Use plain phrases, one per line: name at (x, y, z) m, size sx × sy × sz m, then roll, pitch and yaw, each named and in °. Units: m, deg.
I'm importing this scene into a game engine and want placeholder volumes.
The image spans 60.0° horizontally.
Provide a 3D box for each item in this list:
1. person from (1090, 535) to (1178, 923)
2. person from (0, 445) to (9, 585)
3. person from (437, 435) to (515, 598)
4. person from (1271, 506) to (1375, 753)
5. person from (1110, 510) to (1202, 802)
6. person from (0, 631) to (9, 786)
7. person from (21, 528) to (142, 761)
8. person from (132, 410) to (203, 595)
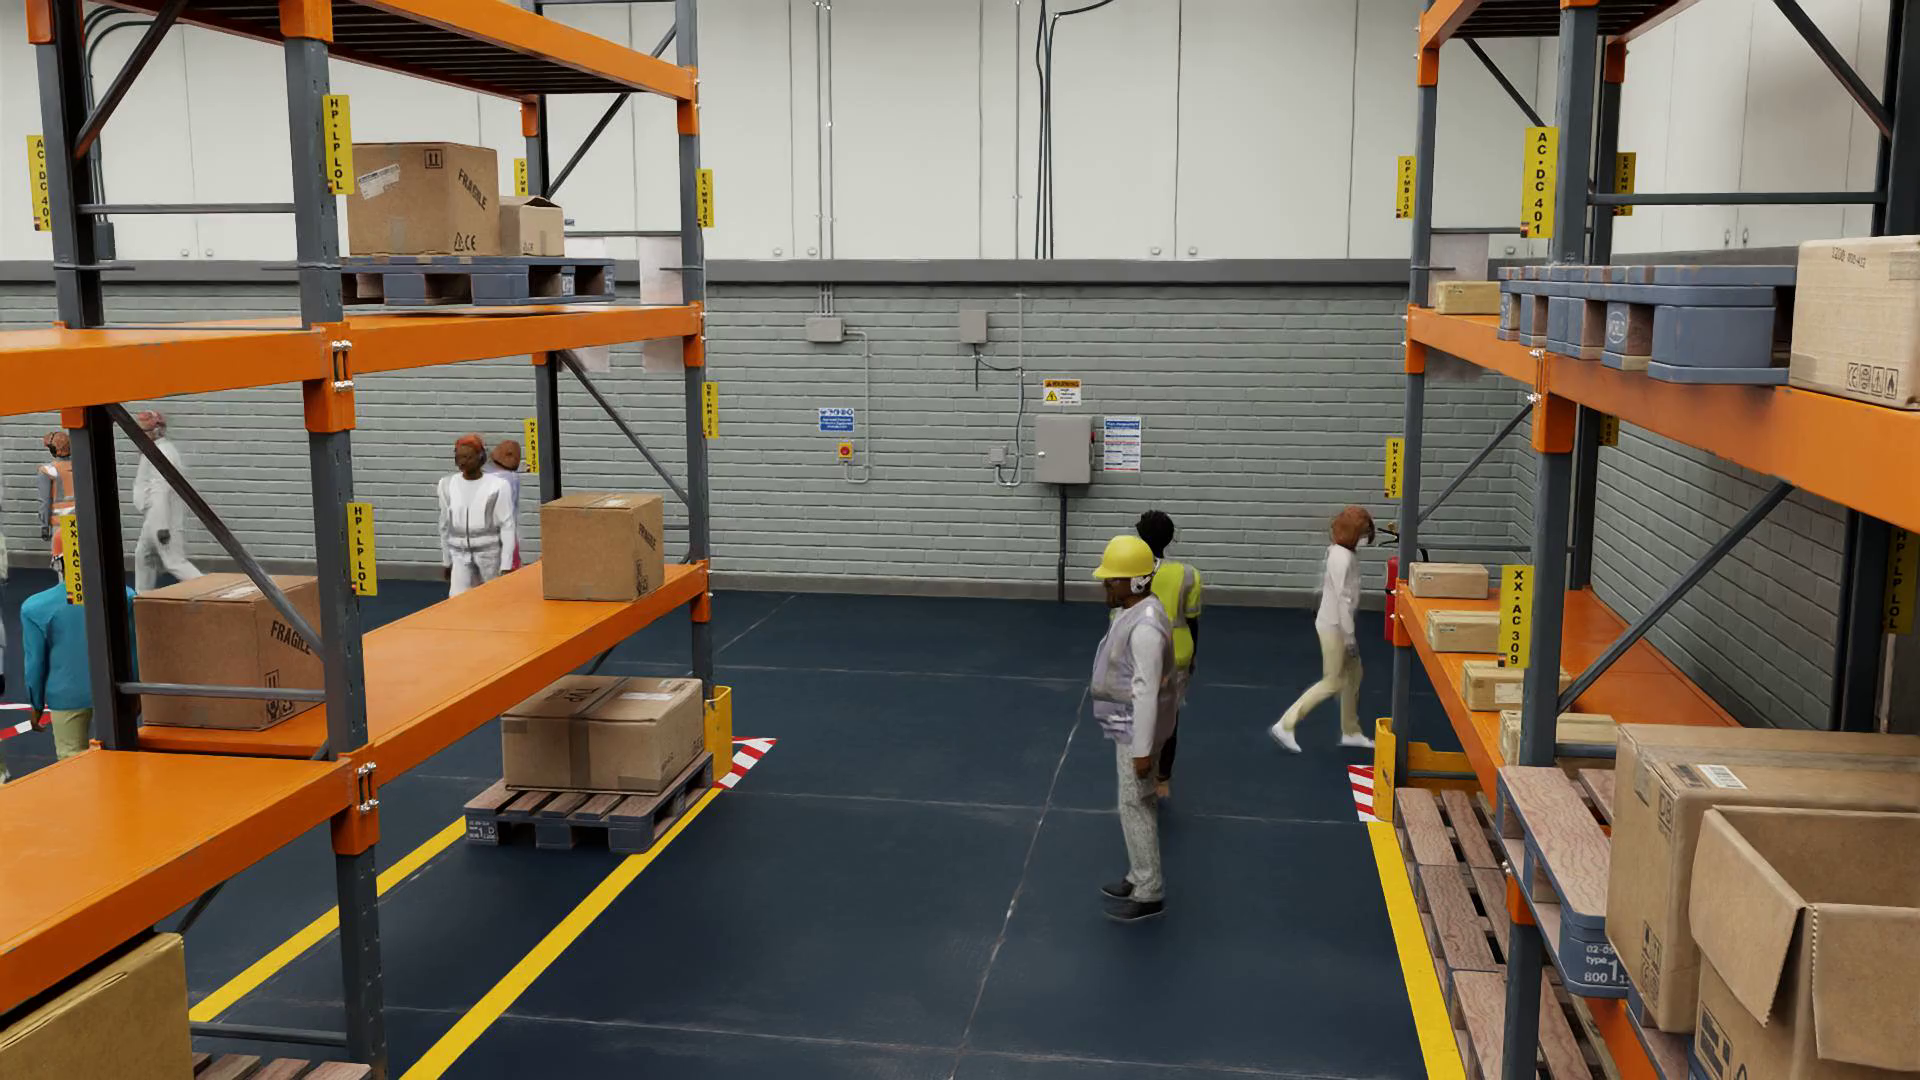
person at (0.812, 0.872, 7.804) m, size 0.404 × 1.823 × 0.608 m, roll 0°, pitch 9°, yaw 2°
person at (-9.441, -0.413, 15.977) m, size 0.577 × 1.737 × 0.355 m, roll 4°, pitch 10°, yaw 21°
person at (-3.535, 0.170, 12.063) m, size 0.610 × 1.836 × 0.954 m, roll 1°, pitch 9°, yaw 6°
person at (2.305, 0.559, 10.414) m, size 0.620 × 1.596 × 0.524 m, roll 3°, pitch 10°, yaw 19°
person at (1.114, 0.674, 9.432) m, size 0.543 × 1.685 × 0.399 m, roll -1°, pitch 9°, yaw -5°
person at (-5.514, 0.639, 9.048) m, size 0.600 × 1.889 × 0.961 m, roll 0°, pitch 9°, yaw 3°
person at (-4.499, 0.780, 8.565) m, size 0.561 × 1.752 × 0.326 m, roll -8°, pitch 12°, yaw -40°
person at (-6.814, -0.193, 14.280) m, size 0.904 × 1.865 × 0.671 m, roll -4°, pitch 10°, yaw -23°
